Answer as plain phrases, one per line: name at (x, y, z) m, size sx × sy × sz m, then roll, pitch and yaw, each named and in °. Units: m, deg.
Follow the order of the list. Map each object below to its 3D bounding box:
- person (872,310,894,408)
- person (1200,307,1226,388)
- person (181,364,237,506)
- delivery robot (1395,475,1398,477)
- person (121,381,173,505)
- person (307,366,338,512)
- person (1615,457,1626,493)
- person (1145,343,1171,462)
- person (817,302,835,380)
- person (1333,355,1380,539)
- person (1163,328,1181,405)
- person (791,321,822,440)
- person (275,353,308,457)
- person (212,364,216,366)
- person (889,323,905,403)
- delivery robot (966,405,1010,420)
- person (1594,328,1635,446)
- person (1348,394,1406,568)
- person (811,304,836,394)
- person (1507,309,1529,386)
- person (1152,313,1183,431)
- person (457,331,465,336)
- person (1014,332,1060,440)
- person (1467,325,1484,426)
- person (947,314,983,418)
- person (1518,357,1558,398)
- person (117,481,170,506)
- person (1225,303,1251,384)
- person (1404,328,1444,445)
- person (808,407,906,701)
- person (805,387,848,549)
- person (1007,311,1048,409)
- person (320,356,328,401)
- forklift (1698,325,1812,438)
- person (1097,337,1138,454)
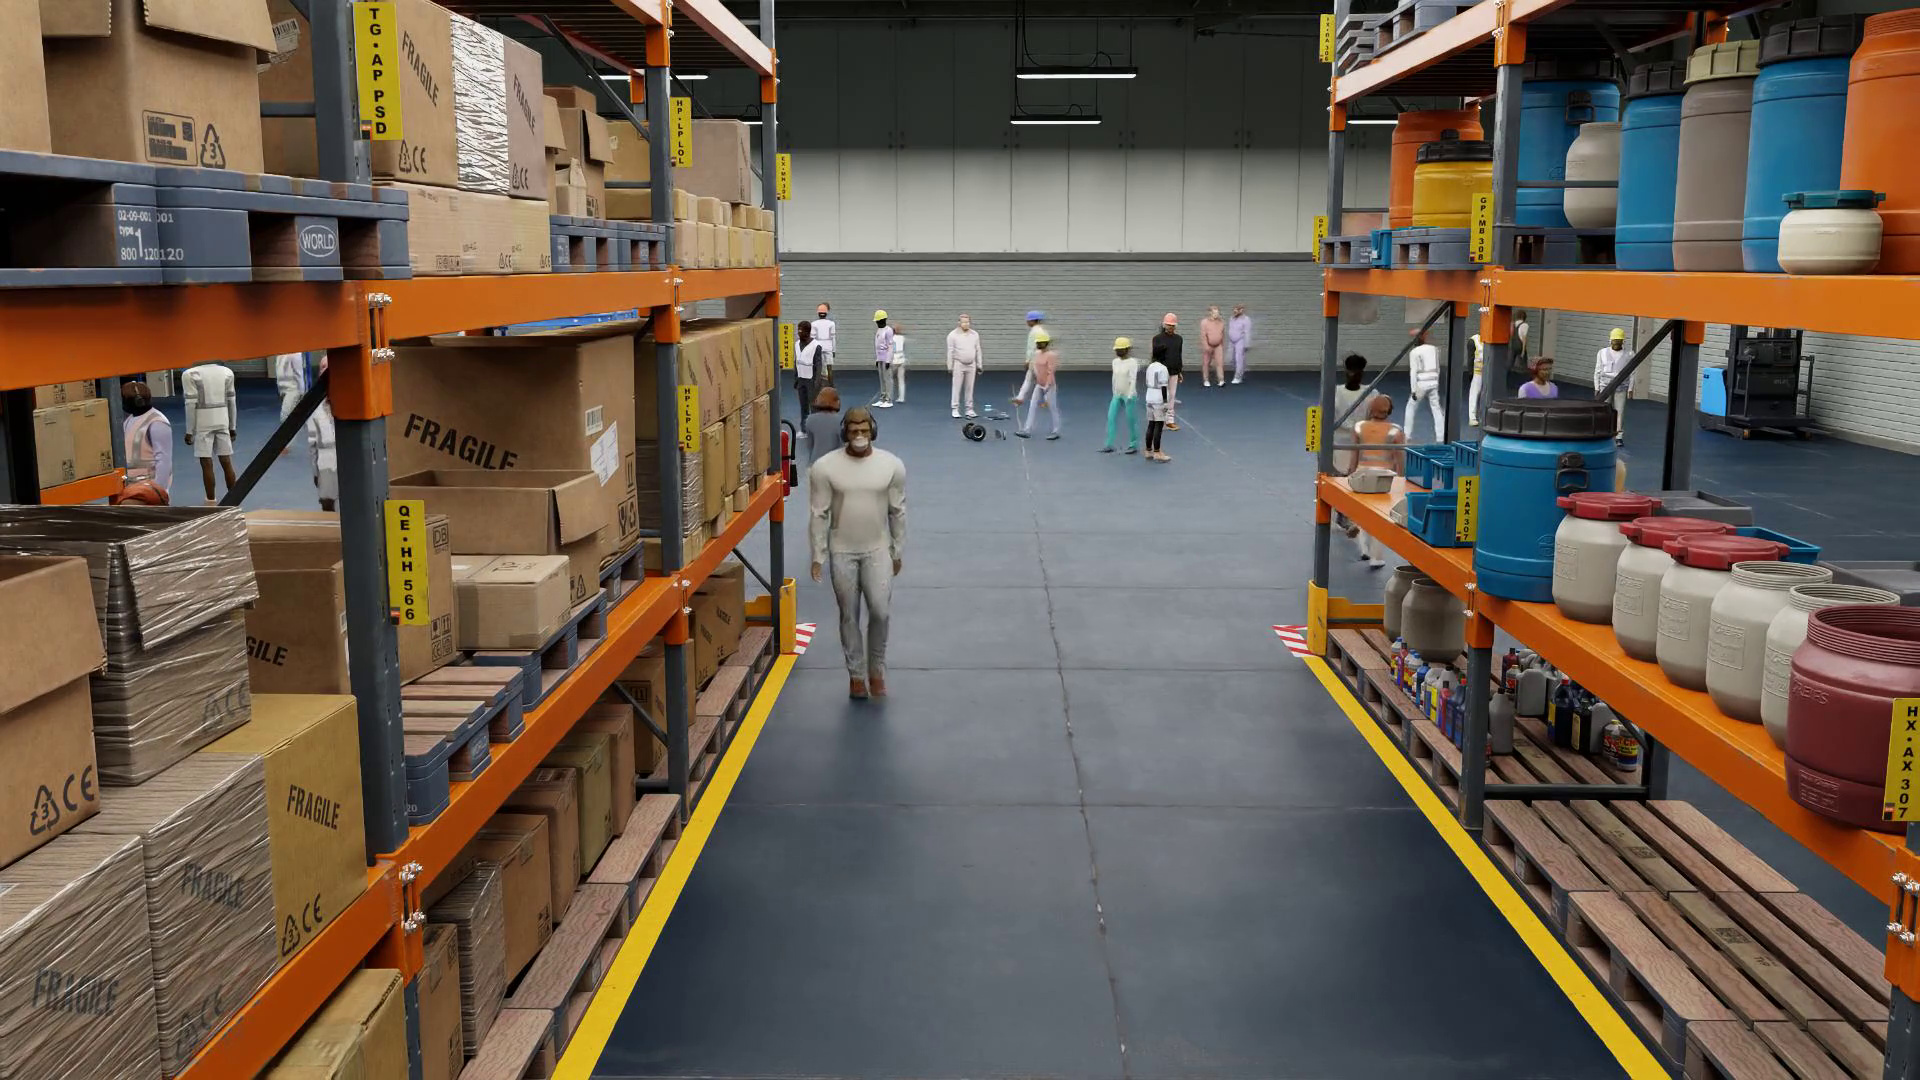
person at (-1.517, -3.571, 32.807) m, size 0.383 × 1.917 × 0.584 m, roll -5°, pitch 10°, yaw -25°
person at (5.782, -4.390, 37.939) m, size 0.632 × 1.841 × 1.057 m, roll -2°, pitch 10°, yaw -10°
person at (-8.466, -1.287, 18.748) m, size 0.391 × 2.040 × 0.615 m, roll 6°, pitch 11°, yaw 34°
delivery robot at (4.823, -0.574, 18.771) m, size 0.477 × 0.478 × 0.707 m, roll 9°, pitch 13°, yaw 42°
person at (-7.050, -0.456, 14.394) m, size 0.619 × 1.838 × 0.430 m, roll 8°, pitch 13°, yaw 41°
person at (-5.774, -0.650, 15.392) m, size 0.551 × 1.894 × 0.930 m, roll -2°, pitch 10°, yaw -9°
person at (4.252, 0.016, 11.353) m, size 0.556 × 1.911 × 0.827 m, roll -1°, pitch 9°, yaw -3°
person at (2.859, -1.990, 23.988) m, size 0.317 × 1.696 × 0.540 m, roll -3°, pitch 10°, yaw -18°
person at (-3.274, -4.847, 40.495) m, size 0.403 × 1.906 × 0.675 m, roll -9°, pitch 13°, yaw -42°
person at (4.080, -0.974, 17.302) m, size 0.615 × 1.894 × 1.054 m, roll 0°, pitch 9°, yaw -2°
person at (4.109, -3.506, 33.180) m, size 0.844 × 1.662 × 0.538 m, roll -6°, pitch 11°, yaw -32°
person at (-2.463, -2.594, 26.963) m, size 0.587 × 1.914 × 0.391 m, roll 9°, pitch 13°, yaw 42°
person at (-9.853, -2.212, 24.673) m, size 0.888 × 1.924 × 0.629 m, roll -9°, pitch 13°, yaw -42°
person at (-13.445, -3.018, 29.670) m, size 0.304 × 1.865 × 0.514 m, roll 1°, pitch 10°, yaw 7°
person at (-1.367, -3.614, 33.942) m, size 0.683 × 1.609 × 0.537 m, roll 9°, pitch 13°, yaw 43°
delivery robot at (0.458, -2.066, 26.934) m, size 0.698 × 0.223 × 0.335 m, roll -2°, pitch 10°, yaw -14°
person at (10.212, -2.387, 25.968) m, size 0.590 × 1.833 × 0.403 m, roll 3°, pitch 10°, yaw 19°
person at (3.941, -0.558, 15.629) m, size 0.538 × 1.620 × 0.503 m, roll 6°, pitch 11°, yaw 33°
person at (-2.978, -4.150, 36.210) m, size 0.543 × 1.939 × 0.370 m, roll -1°, pitch 10°, yaw -9°
person at (12.663, -4.357, 37.870) m, size 0.930 × 1.813 × 0.528 m, roll -6°, pitch 11°, yaw -32°
person at (3.545, -2.860, 28.321) m, size 0.612 × 1.991 × 0.392 m, roll -5°, pitch 11°, yaw -28°
person at (-9.001, -3.232, 30.532) m, size 0.536 × 2.000 × 0.688 m, roll 4°, pitch 10°, yaw 21°
person at (1.279, -2.464, 26.729) m, size 0.828 × 1.736 × 0.535 m, roll -7°, pitch 12°, yaw -36°
person at (9.209, -2.936, 29.230) m, size 0.627 × 1.844 × 0.429 m, roll -3°, pitch 10°, yaw -17°
person at (0.091, -3.203, 30.667) m, size 0.654 × 1.902 × 0.396 m, roll -4°, pitch 10°, yaw -25°
person at (6.467, -1.115, 18.432) m, size 0.593 × 1.801 × 0.934 m, roll -5°, pitch 11°, yaw -26°
person at (-3.608, 0.675, 7.476) m, size 0.573 × 1.883 × 0.353 m, roll 0°, pitch 9°, yaw -2°
person at (6.519, -4.611, 39.096) m, size 0.428 × 1.890 × 0.661 m, roll -7°, pitch 12°, yaw -36°
person at (7.222, -2.368, 25.894) m, size 0.665 × 1.829 × 0.707 m, roll -4°, pitch 10°, yaw -24°
person at (-0.659, 0.104, 10.770) m, size 0.652 × 1.917 × 0.647 m, roll -1°, pitch 10°, yaw -6°
person at (-1.287, -0.731, 16.729) m, size 0.502 × 1.607 × 0.725 m, roll 4°, pitch 10°, yaw 21°
person at (1.388, -3.506, 32.445) m, size 1.019 × 1.895 × 0.629 m, roll 2°, pitch 10°, yaw 13°
person at (-8.316, -1.863, 22.605) m, size 0.652 × 1.906 × 0.404 m, roll -1°, pitch 10°, yaw -6°
forklift at (13.248, -3.165, 27.620) m, size 1.129 × 2.768 × 1.873 m, roll 0°, pitch 9°, yaw 1°
person at (2.375, -2.130, 24.728) m, size 0.793 × 1.733 × 0.550 m, roll -9°, pitch 13°, yaw -42°
